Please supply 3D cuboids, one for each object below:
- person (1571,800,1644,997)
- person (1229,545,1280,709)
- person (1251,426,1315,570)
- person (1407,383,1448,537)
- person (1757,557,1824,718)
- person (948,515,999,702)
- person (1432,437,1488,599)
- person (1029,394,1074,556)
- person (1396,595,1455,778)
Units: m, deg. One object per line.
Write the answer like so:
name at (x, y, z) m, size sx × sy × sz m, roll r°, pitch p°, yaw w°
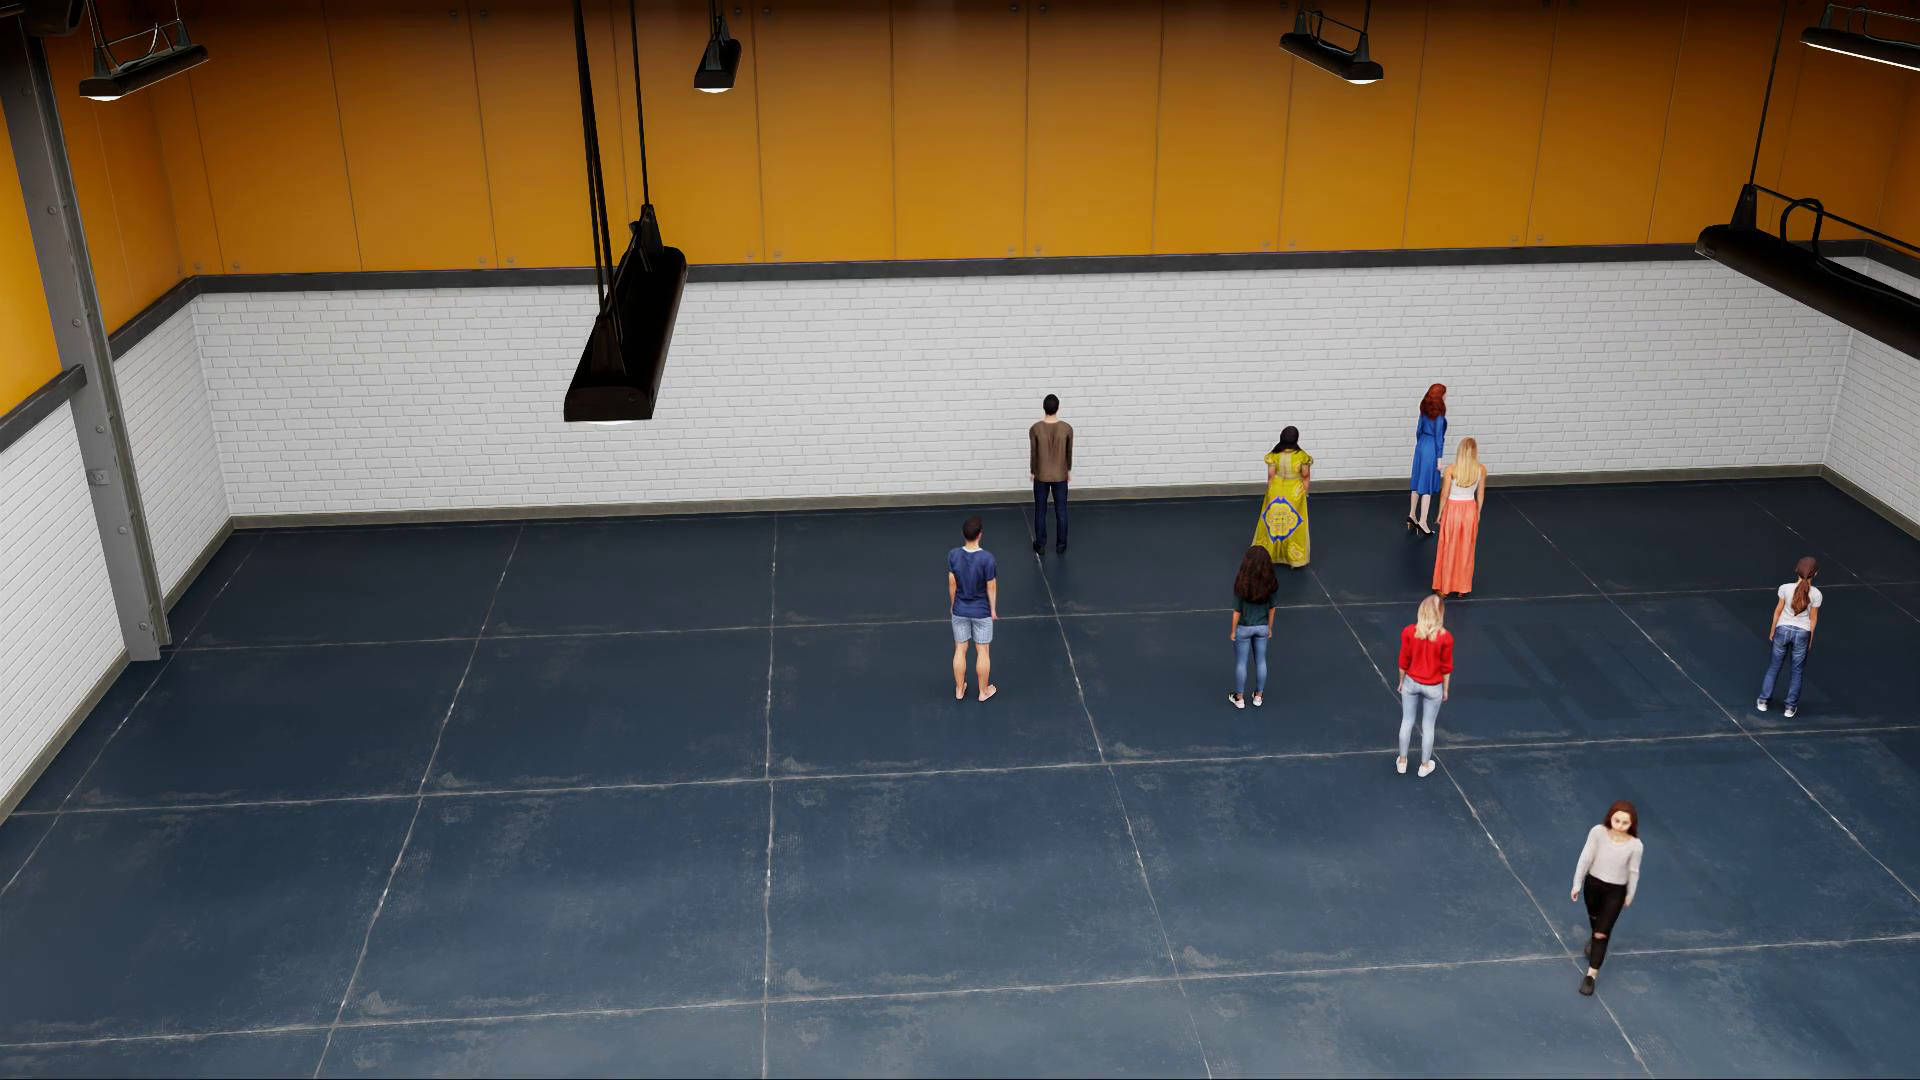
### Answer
person at (4.642, 2.469, 11.955) m, size 0.931 × 1.448 × 1.045 m, roll 15°, pitch 28°, yaw 31°
person at (2.729, 0.805, 15.553) m, size 0.598 × 1.616 × 0.590 m, roll -3°, pitch 24°, yaw -7°
person at (3.621, -0.482, 18.440) m, size 0.968 × 1.660 × 0.941 m, roll 7°, pitch 25°, yaw 15°
person at (5.426, -0.944, 19.291) m, size 0.722 × 1.827 × 0.569 m, roll -7°, pitch 24°, yaw -15°
person at (7.738, 0.879, 15.452) m, size 0.617 × 1.561 × 0.664 m, roll 15°, pitch 28°, yaw 30°
person at (0.116, 0.648, 15.621) m, size 0.690 × 1.849 × 0.675 m, roll 6°, pitch 24°, yaw 14°
person at (5.324, -0.242, 17.714) m, size 0.645 × 1.803 × 0.605 m, roll 1°, pitch 24°, yaw 2°
person at (1.024, -0.742, 18.750) m, size 0.650 × 1.888 × 0.569 m, roll -1°, pitch 24°, yaw -2°
person at (4.008, 1.260, 14.400) m, size 0.686 × 1.705 × 0.675 m, roll 10°, pitch 26°, yaw 22°
